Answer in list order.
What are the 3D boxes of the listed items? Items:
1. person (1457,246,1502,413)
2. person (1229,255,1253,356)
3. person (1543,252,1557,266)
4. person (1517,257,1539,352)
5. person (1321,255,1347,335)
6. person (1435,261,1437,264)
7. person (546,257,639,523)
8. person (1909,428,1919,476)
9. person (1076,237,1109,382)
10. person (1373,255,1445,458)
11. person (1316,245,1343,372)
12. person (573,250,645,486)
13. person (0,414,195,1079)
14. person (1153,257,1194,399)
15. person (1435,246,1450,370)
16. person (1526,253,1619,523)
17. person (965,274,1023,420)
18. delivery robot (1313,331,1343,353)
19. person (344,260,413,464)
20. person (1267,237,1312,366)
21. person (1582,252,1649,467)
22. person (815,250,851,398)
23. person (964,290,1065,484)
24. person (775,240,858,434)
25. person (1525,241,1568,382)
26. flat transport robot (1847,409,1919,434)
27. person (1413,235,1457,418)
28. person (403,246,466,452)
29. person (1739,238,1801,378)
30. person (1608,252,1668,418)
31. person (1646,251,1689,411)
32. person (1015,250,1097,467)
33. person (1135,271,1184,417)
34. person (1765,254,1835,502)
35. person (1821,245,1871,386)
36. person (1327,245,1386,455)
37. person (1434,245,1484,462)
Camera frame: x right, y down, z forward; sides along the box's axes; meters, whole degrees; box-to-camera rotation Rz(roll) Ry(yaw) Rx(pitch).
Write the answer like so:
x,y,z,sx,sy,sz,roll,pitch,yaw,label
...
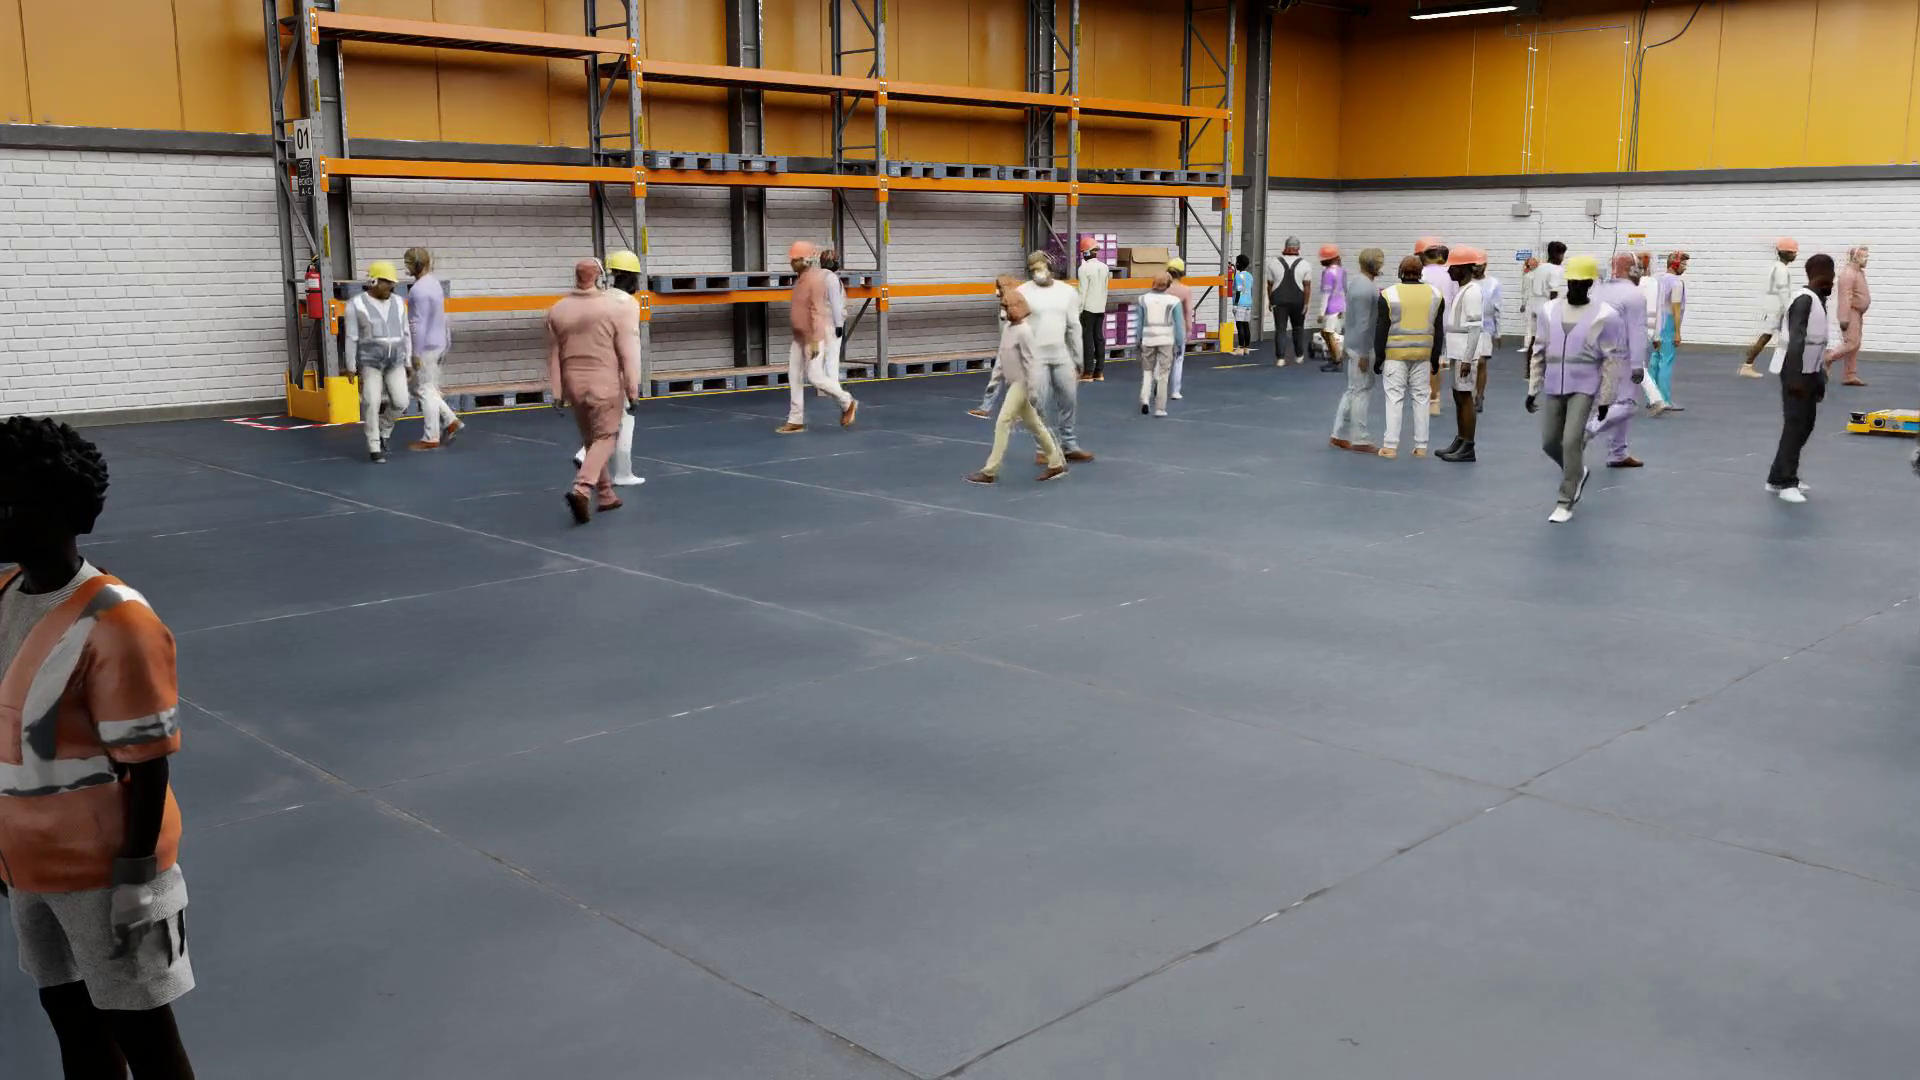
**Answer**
x,y,z,sx,sy,sz,roll,pitch,yaw,label
5.966,-2.442,19.245,0.583,1.906,0.749,3,11,15,person
4.745,-3.956,28.053,0.316,1.695,0.542,7,12,33,person
10.528,-4.309,29.666,0.548,1.817,0.861,-8,13,-36,person
9.903,-4.073,28.858,0.515,1.636,0.315,-9,14,-40,person
7.391,-4.809,32.882,0.507,1.631,0.271,4,11,23,person
8.429,-4.244,29.385,0.622,1.785,0.694,-2,11,-10,person
-2.632,-1.081,11.905,0.653,1.875,0.900,3,11,17,person
5.302,-0.491,8.729,0.554,1.852,0.479,6,12,29,person
1.817,-3.196,23.103,0.380,1.993,0.610,9,14,40,person
4.068,-1.660,15.142,0.633,1.841,0.429,-1,10,-4,person
5.450,-3.396,24.499,0.440,1.877,0.628,4,11,20,person
-2.791,-1.373,13.409,0.637,1.902,0.577,9,14,40,person
-1.681,0.607,3.169,0.529,1.697,0.321,7,12,32,person
2.594,-2.584,20.415,0.534,1.752,0.508,4,11,21,person
7.231,-3.487,25.046,0.517,1.865,0.328,-10,14,-44,person
4.406,-1.097,11.907,0.600,1.903,0.730,10,15,44,person
0.463,-2.084,18.106,0.817,1.591,0.505,-3,11,-18,person
5.996,-3.255,27.095,0.477,0.478,0.707,0,10,-3,delivery robot
-5.182,-1.590,14.852,0.628,1.805,0.438,-10,14,-42,person
5.171,-3.774,26.122,0.692,2.000,1.002,3,11,14,person
5.647,-1.542,14.370,0.683,1.884,0.646,-1,10,-4,person
-1.623,-2.701,20.815,0.429,1.845,0.622,-6,12,-31,person
0.479,-1.246,13.590,0.889,1.585,0.491,-2,11,-12,person
-1.484,-2.077,17.045,0.800,1.973,0.613,-7,12,-32,person
8.118,-3.135,22.897,0.560,1.937,0.726,-2,11,-11,person
9.794,-1.162,16.709,0.652,0.197,1.431,-10,14,-44,flat transport robot
5.228,-2.384,18.609,0.629,2.014,0.670,-3,11,-15,person
-4.994,-1.773,15.533,0.458,1.921,0.644,-2,11,-8,person
11.590,-3.241,23.405,0.968,2.001,0.619,5,11,24,person
7.626,-2.302,18.650,0.589,1.850,0.952,-5,12,-26,person
8.200,-2.425,19.321,0.402,1.837,0.564,0,10,-2,person
0.814,-1.578,14.560,0.816,1.891,0.361,-4,11,-22,person
2.220,-2.171,18.489,0.547,1.626,0.366,4,11,23,person
6.438,-1.244,12.788,0.368,1.880,0.694,9,14,40,person
11.969,-3.017,22.424,0.576,1.889,0.645,8,13,37,person
3.742,-1.757,15.454,0.420,1.948,0.632,2,11,8,person
4.478,-1.666,14.919,0.377,1.932,0.552,1,10,5,person
